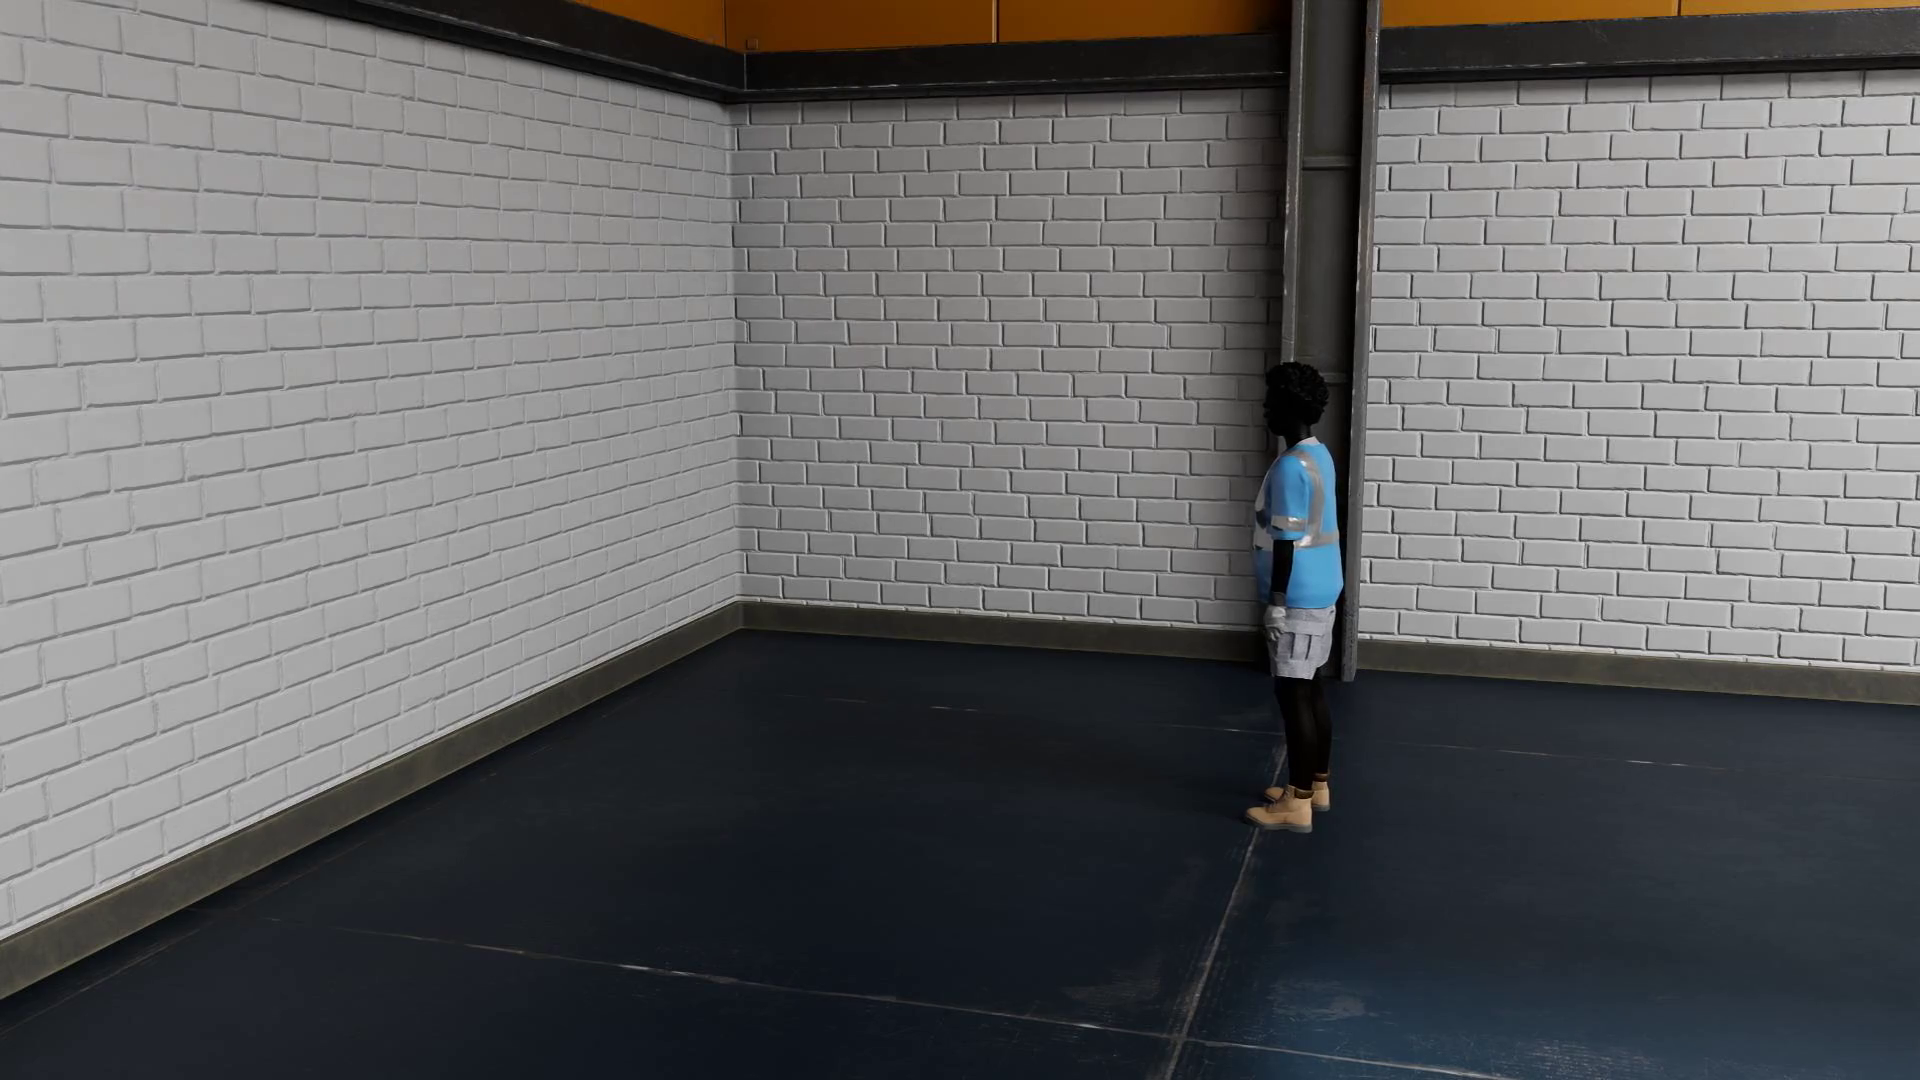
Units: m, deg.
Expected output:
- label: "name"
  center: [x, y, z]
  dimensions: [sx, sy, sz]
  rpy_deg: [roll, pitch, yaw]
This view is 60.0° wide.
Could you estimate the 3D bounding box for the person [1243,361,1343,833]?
- label: "person"
  center: [1.216, 0.202, 6.018]
  dimensions: [0.321, 1.689, 0.530]
  rpy_deg: [4, 10, 21]
